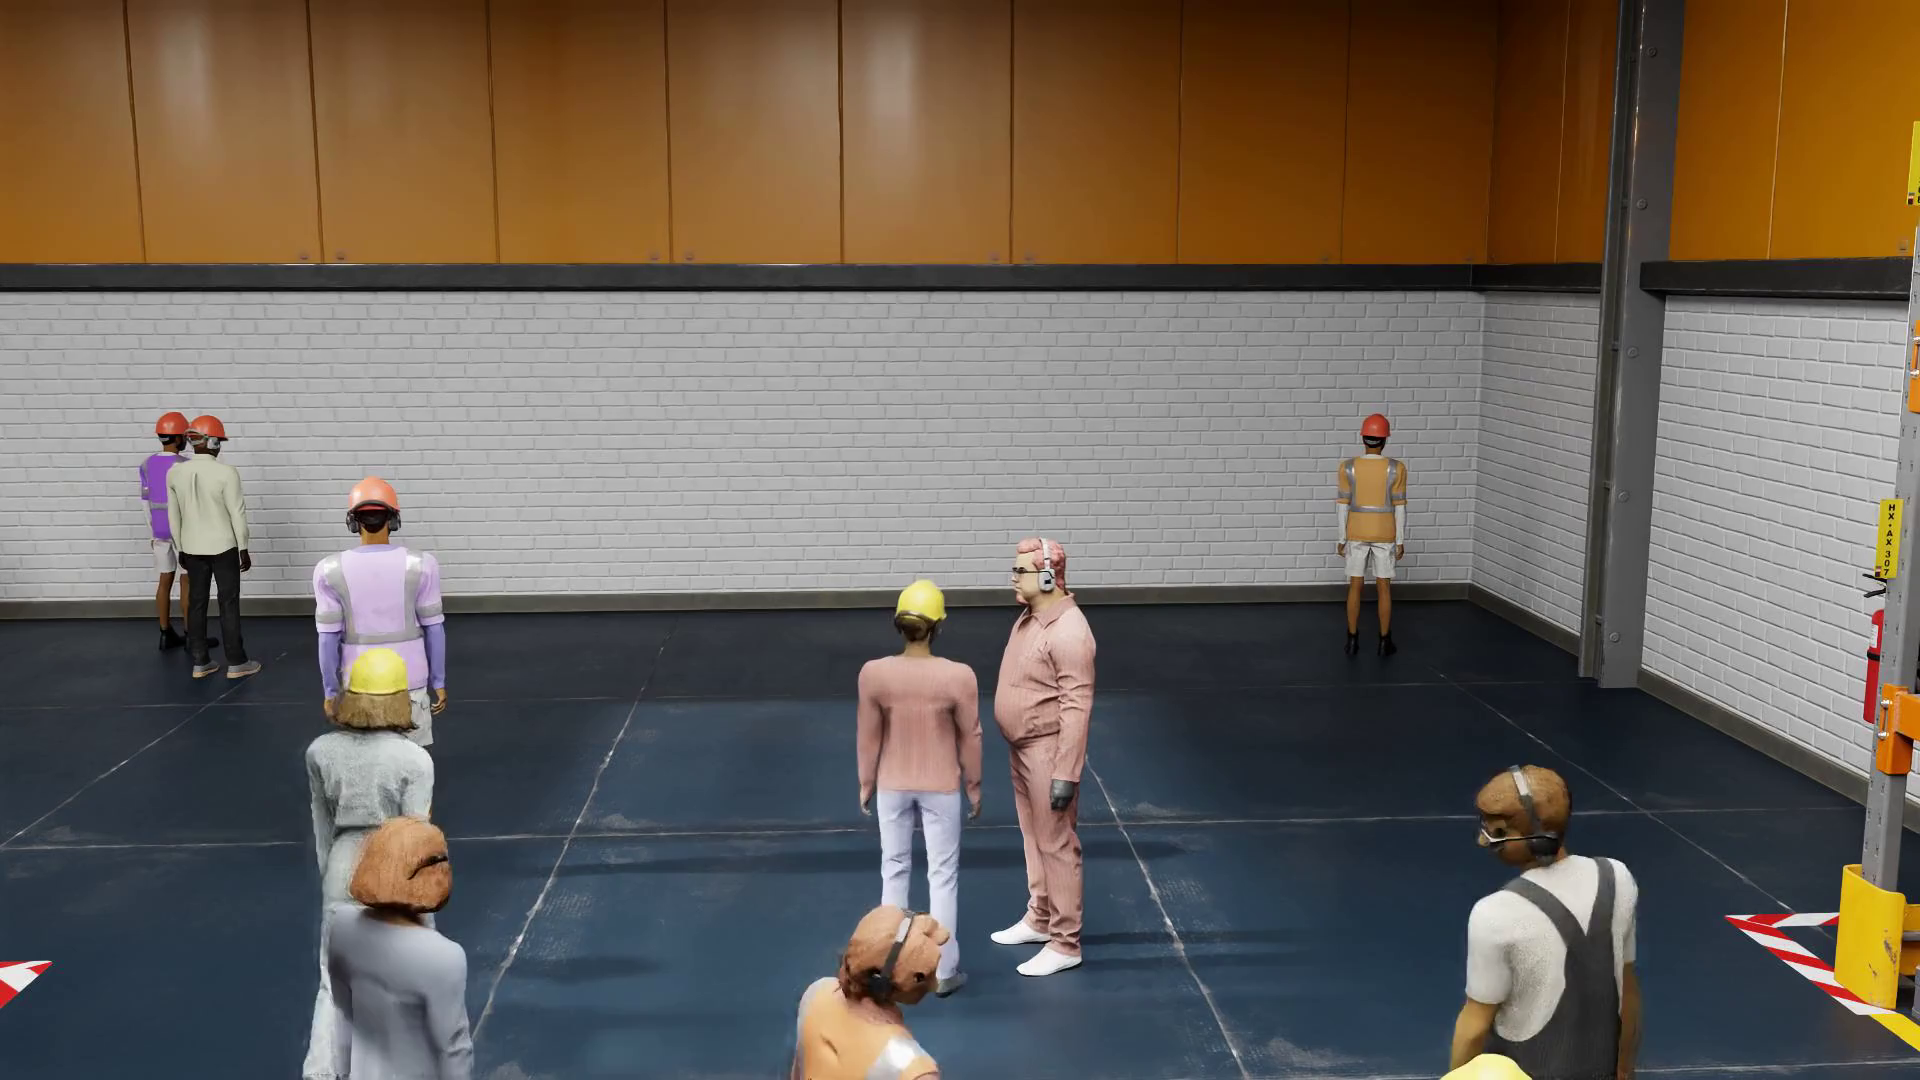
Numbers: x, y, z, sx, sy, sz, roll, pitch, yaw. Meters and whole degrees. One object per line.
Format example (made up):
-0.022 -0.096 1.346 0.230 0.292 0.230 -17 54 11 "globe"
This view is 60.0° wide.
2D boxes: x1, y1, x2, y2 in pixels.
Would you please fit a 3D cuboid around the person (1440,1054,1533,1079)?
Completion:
0.808 1.707 2.650 0.593 1.832 0.403 1 9 8 "person"

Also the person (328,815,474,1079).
-1.532 1.540 4.426 0.503 1.613 0.655 5 10 30 "person"

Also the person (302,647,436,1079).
-2.129 1.240 5.978 0.487 1.701 0.866 1 9 3 "person"

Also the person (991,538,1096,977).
0.348 0.934 7.272 0.407 1.906 0.655 -2 9 -15 "person"

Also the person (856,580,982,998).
-0.166 1.040 7.065 0.533 1.767 0.334 2 9 11 "person"

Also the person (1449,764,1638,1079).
1.546 1.447 4.403 0.612 1.800 0.425 -3 10 -19 "person"

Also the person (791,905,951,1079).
-0.275 1.622 3.889 0.422 1.610 0.573 -8 12 -41 "person"

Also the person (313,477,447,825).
-2.887 0.698 8.344 0.605 2.038 0.387 -3 9 -16 "person"

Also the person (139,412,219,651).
-6.328 -0.068 13.466 0.548 1.936 0.378 3 10 20 "person"

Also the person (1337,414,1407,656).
3.284 -0.038 13.280 0.542 1.938 0.358 3 10 19 "person"

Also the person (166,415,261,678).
-5.635 0.055 12.547 0.610 1.985 0.393 1 9 8 "person"
